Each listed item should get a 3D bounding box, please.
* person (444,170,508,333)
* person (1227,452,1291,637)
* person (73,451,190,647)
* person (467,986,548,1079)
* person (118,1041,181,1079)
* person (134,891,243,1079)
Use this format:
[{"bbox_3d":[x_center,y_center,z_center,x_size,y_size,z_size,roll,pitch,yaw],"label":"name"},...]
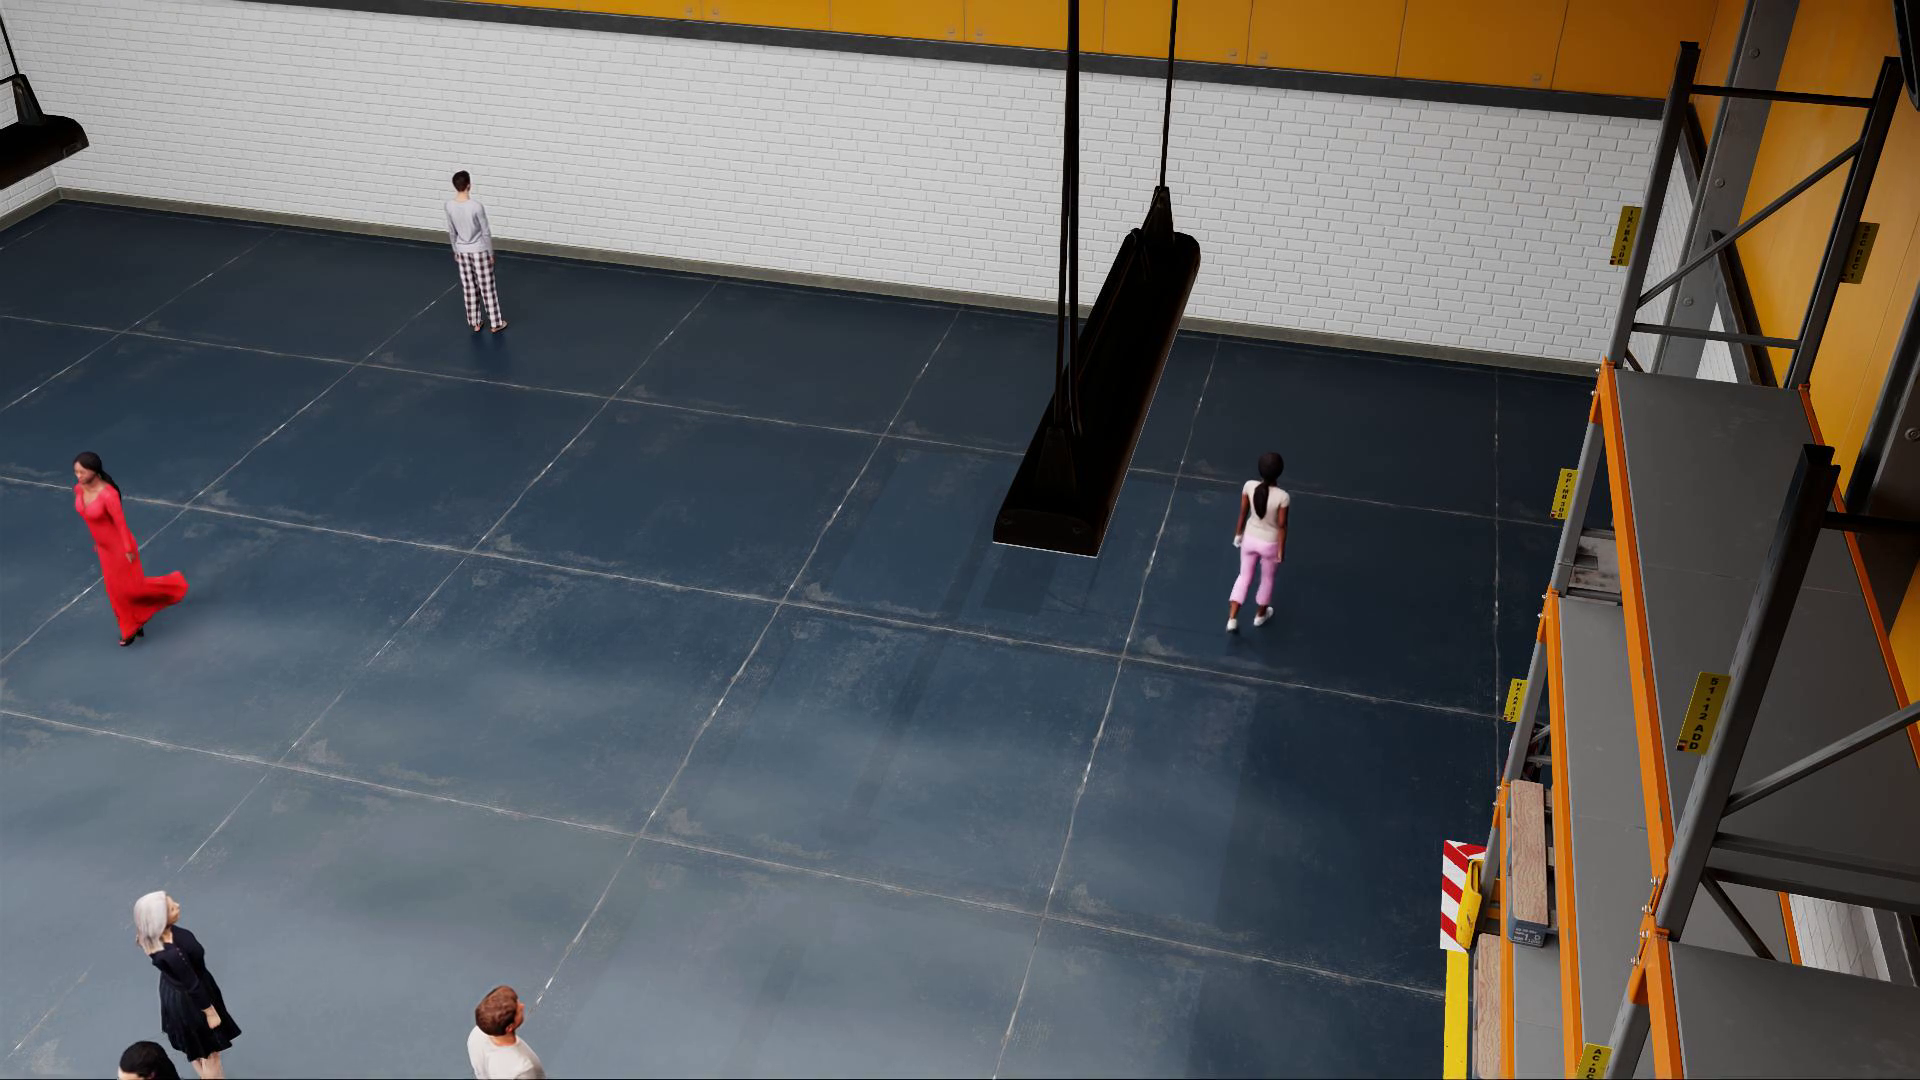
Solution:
[{"bbox_3d":[-5.376,-3.173,18.358,0.642,1.847,0.560,5,34,8],"label":"person"},{"bbox_3d":[2.416,0.071,13.584,0.798,1.729,1.027,21,39,28],"label":"person"},{"bbox_3d":[-6.841,0.025,13.614,0.704,1.772,0.928,15,36,21],"label":"person"},{"bbox_3d":[-2.342,3.088,8.886,0.754,1.904,0.733,25,41,33],"label":"person"},{"bbox_3d":[-4.073,3.241,8.817,0.678,1.726,0.666,15,36,21],"label":"person"},{"bbox_3d":[-4.452,2.679,9.645,0.696,1.746,0.711,27,42,34],"label":"person"}]
